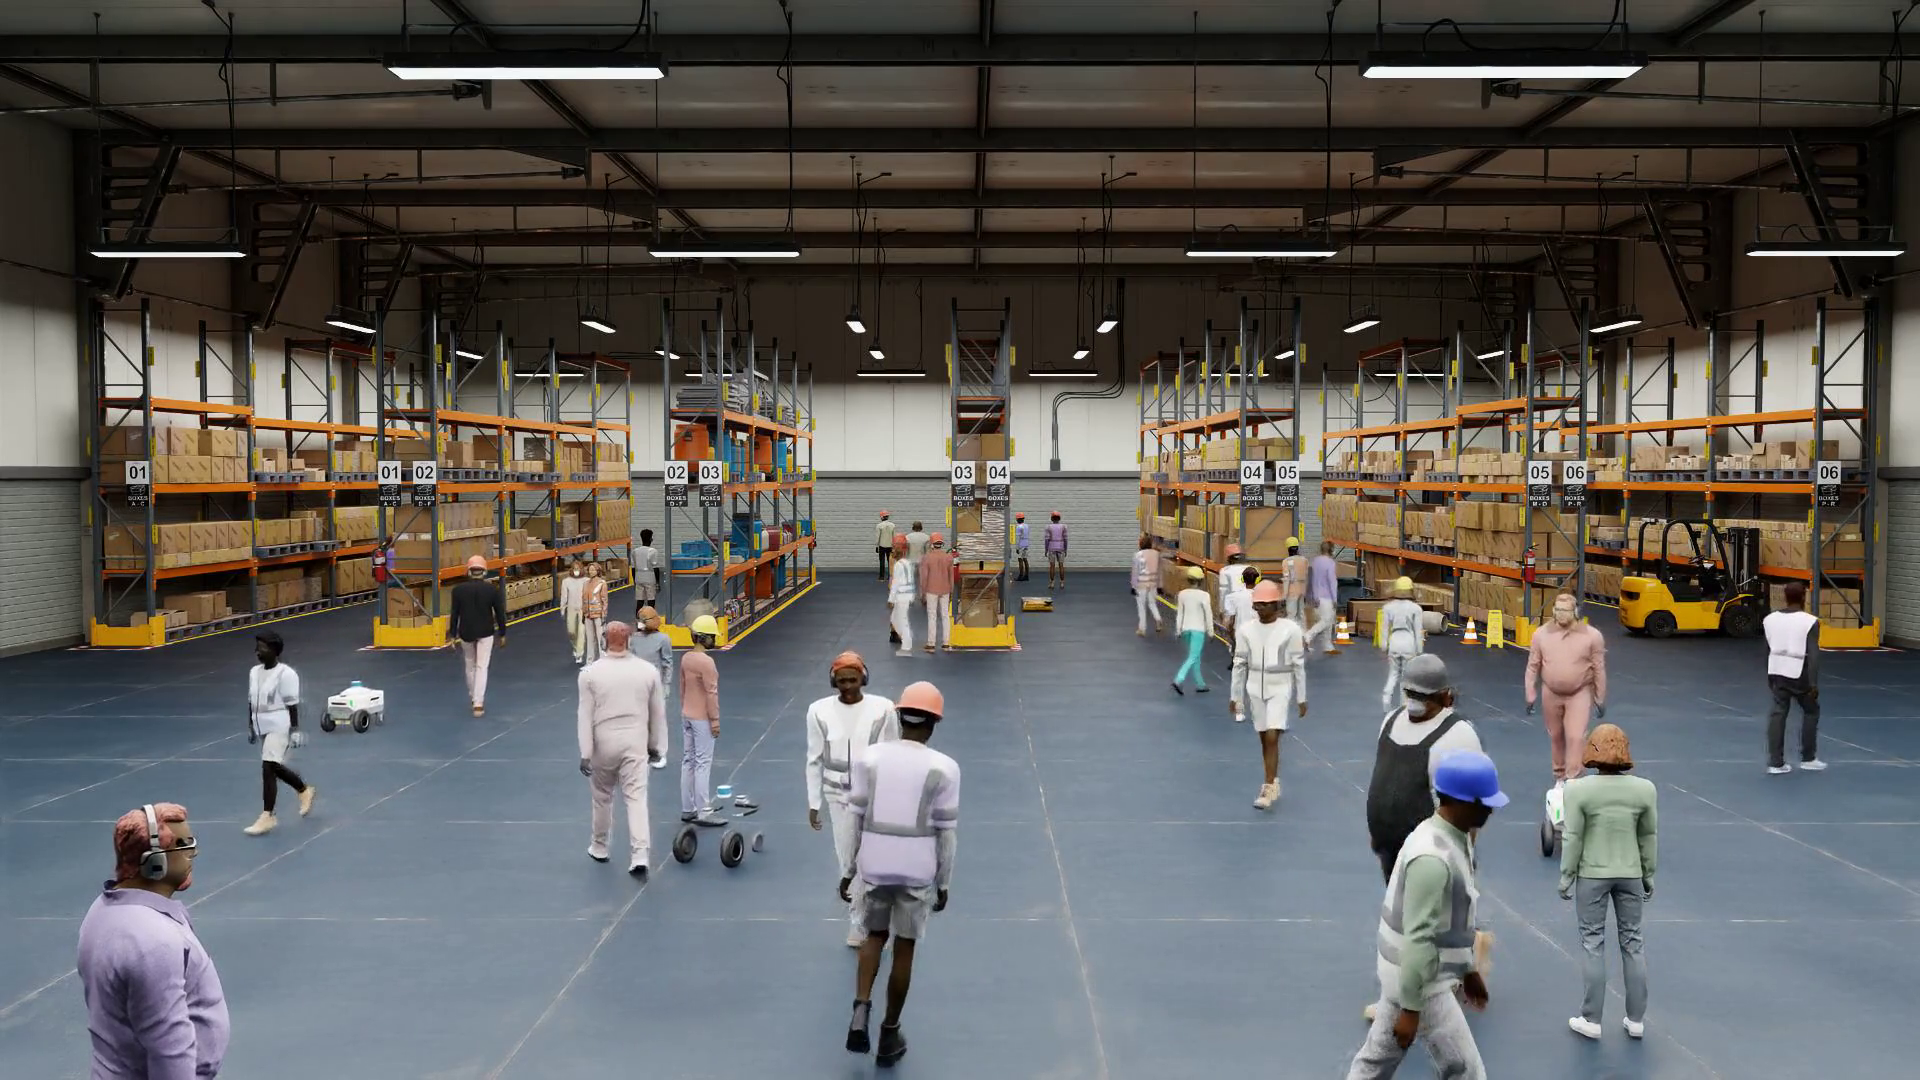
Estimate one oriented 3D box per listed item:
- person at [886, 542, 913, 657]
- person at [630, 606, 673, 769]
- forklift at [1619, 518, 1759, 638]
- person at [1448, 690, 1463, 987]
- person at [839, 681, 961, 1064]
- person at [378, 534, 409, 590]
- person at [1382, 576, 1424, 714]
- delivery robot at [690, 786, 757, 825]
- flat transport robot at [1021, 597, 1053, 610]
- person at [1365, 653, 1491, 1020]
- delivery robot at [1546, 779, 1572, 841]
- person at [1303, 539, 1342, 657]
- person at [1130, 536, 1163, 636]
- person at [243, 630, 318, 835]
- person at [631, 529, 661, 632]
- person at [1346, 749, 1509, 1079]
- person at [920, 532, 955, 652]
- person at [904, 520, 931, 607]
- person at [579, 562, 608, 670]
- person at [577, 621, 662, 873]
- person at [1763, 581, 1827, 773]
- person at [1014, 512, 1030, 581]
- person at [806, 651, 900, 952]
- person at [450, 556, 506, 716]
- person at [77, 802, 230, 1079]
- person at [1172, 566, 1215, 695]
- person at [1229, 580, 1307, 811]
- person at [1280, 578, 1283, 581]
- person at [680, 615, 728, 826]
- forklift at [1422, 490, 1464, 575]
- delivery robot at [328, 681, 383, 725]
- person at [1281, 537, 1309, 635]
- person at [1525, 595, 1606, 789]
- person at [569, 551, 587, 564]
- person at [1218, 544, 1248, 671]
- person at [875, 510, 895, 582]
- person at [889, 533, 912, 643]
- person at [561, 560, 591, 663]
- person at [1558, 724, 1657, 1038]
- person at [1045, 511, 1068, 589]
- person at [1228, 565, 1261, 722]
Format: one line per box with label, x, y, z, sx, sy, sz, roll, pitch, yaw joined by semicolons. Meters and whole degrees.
person;-0.964;0.965;26.334;0.489;1.866;0.583;0;2;8
person;-3.133;1.476;16.272;0.504;1.631;0.279;1;2;22
forklift;13.417;0.684;29.791;2.313;2.155;1.214;0;2;0
person;2.704;1.690;9.267;0.531;1.765;0.327;-1;2;-15
person;-0.294;1.671;8.152;0.608;1.892;0.550;1;2;13
person;-10.852;0.798;30.919;0.570;1.830;0.548;0;2;-4
person;5.329;1.301;19.442;0.484;1.734;0.413;2;3;38
delivery robot;-1.814;2.008;12.411;0.335;0.223;0.698;1;2;22
flat transport robot;1.696;1.395;35.748;0.652;0.197;1.431;0;2;0
person;2.607;1.589;8.911;0.884;2.000;0.680;-1;2;-23
delivery robot;4.807;2.123;12.662;0.477;0.478;0.707;1;3;15
person;5.846;0.942;26.168;0.757;1.922;0.630;0;2;-12
person;3.450;0.848;29.742;0.640;1.830;0.506;-1;3;-25
person;-5.689;1.571;13.526;0.539;1.673;0.768;1;3;30
person;-5.789;0.774;29.824;0.606;1.966;0.367;1;2;23
person;1.869;1.753;6.472;0.882;1.878;0.636;1;2;19
person;-0.382;0.870;27.051;0.612;1.995;0.376;-1;3;-27
person;-0.953;0.530;36.323;0.632;1.940;0.372;0;2;6
person;-5.492;1.153;24.271;0.520;1.645;0.307;2;3;34
person;-2.539;1.535;12.087;0.661;1.857;1.003;-1;3;-26
person;8.331;1.359;16.053;0.776;1.891;0.622;-1;3;-30
person;1.716;0.182;45.232;0.389;1.929;0.545;2;3;36
person;-0.664;1.618;10.031;0.585;1.857;0.560;0;2;7
person;-5.971;1.169;20.078;0.656;1.943;0.993;0;2;-7
person;-2.534;1.785;5.118;0.410;1.909;0.643;-2;3;-43
person;3.123;1.213;21.736;0.852;1.741;0.526;-2;3;-41
person;2.661;1.370;14.223;0.646;2.009;0.932;2;3;33
person;8.566;0.325;43.122;0.669;1.812;0.455;0;2;-12
person;-2.177;1.519;13.655;0.327;1.761;0.522;-2;3;-37
forklift;13.926;-0.371;47.846;1.873;2.768;1.129;0;2;0
delivery robot;-7.014;1.884;18.751;0.477;0.478;0.707;0;2;11
person;5.577;0.908;26.992;0.589;1.923;0.383;-2;3;-37
person;5.463;1.432;14.629;0.677;1.857;0.968;1;3;33
person;-10.420;0.287;44.420;0.859;1.772;0.659;-1;3;-26
person;4.272;1.025;24.534;0.730;1.905;0.479;0;2;-10
person;-2.087;0.164;44.949;0.615;1.987;0.407;-2;3;-34
person;-1.065;0.840;28.470;0.353;1.942;0.545;-1;2;-24
person;-6.025;1.114;25.478;0.514;1.618;0.541;0;2;-5
person;3.409;1.785;8.499;0.506;1.632;0.268;0;2;0
person;2.505;0.249;42.182;0.606;2.038;0.382;0;2;-8
person;3.475;1.239;19.317;0.531;1.870;0.316;1;2;24
